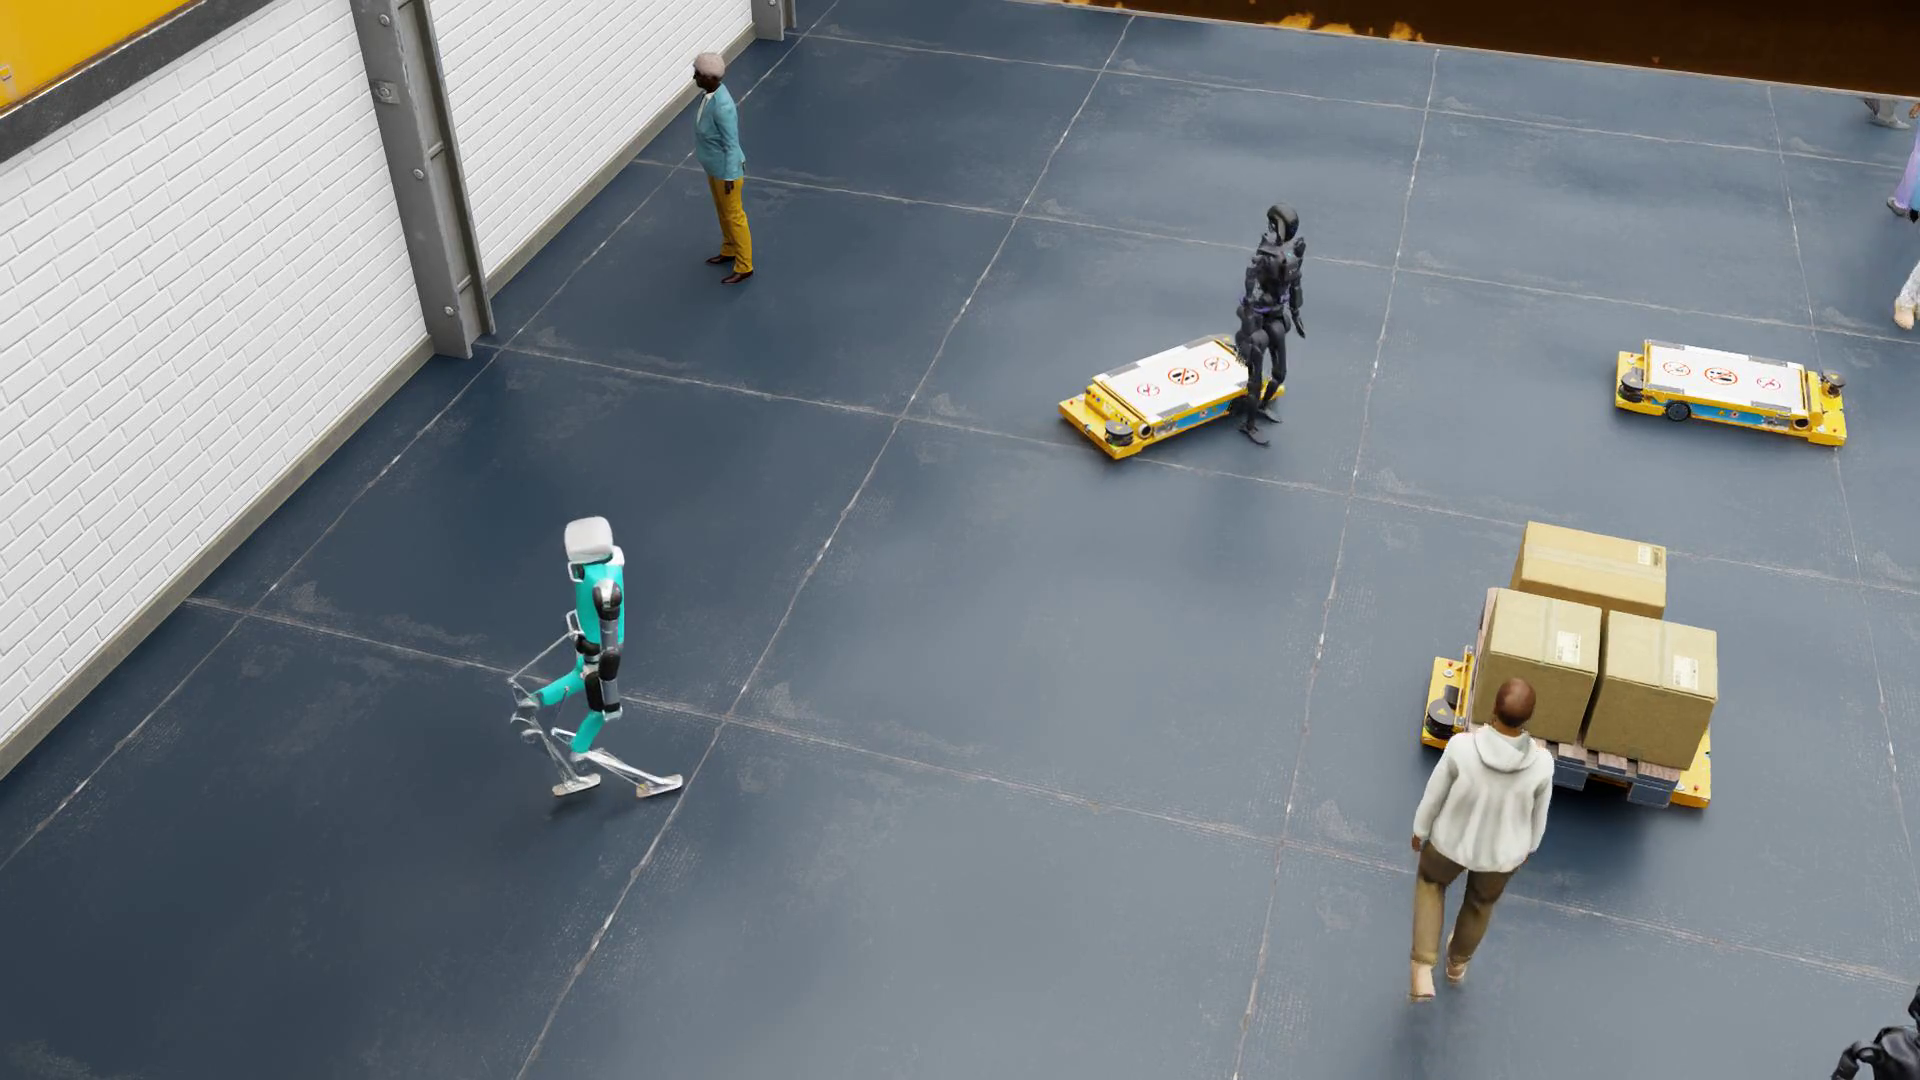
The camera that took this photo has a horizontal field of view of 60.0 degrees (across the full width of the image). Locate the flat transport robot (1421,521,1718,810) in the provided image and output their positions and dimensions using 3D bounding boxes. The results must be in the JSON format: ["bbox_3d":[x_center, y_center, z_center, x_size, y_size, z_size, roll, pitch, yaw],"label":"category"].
[{"bbox_3d":[3.213,0.970,8.798,1.431,0.231,0.659,12,40,15],"label":"flat transport robot"}]

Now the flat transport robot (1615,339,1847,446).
[{"bbox_3d":[5.209,-1.006,11.256,1.431,0.231,0.659,12,40,15],"label":"flat transport robot"}]

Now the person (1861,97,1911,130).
[{"bbox_3d":[8.229,-4.403,14.242,0.444,1.824,0.585,13,41,16],"label":"person"}]

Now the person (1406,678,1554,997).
[{"bbox_3d":[2.206,1.358,7.139,0.531,1.751,0.537,11,40,13],"label":"person"}]

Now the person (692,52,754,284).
[{"bbox_3d":[-1.763,-2.732,12.217,0.339,1.753,0.535,-15,41,-18],"label":"person"}]

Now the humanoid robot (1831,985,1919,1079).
[{"bbox_3d":[3.373,2.202,6.151,0.610,1.649,0.398,-1,39,-1],"label":"humanoid robot"}]

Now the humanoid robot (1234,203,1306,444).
[{"bbox_3d":[1.970,-1.380,10.605,0.589,1.659,0.364,-31,48,-33],"label":"humanoid robot"}]

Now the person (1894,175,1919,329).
[{"bbox_3d":[7.017,-2.301,11.627,0.633,1.824,0.526,-1,39,-2],"label":"person"}]

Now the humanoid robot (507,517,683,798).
[{"bbox_3d":[-1.864,0.671,8.007,0.906,1.772,0.546,-13,41,-16],"label":"humanoid robot"}]

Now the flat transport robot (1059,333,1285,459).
[{"bbox_3d":[1.440,-0.987,11.232,1.431,0.231,0.659,-21,43,-24],"label":"flat transport robot"}]

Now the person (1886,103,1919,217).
[{"bbox_3d":[7.736,-3.371,12.943,0.568,1.838,0.373,11,40,13],"label":"person"}]
